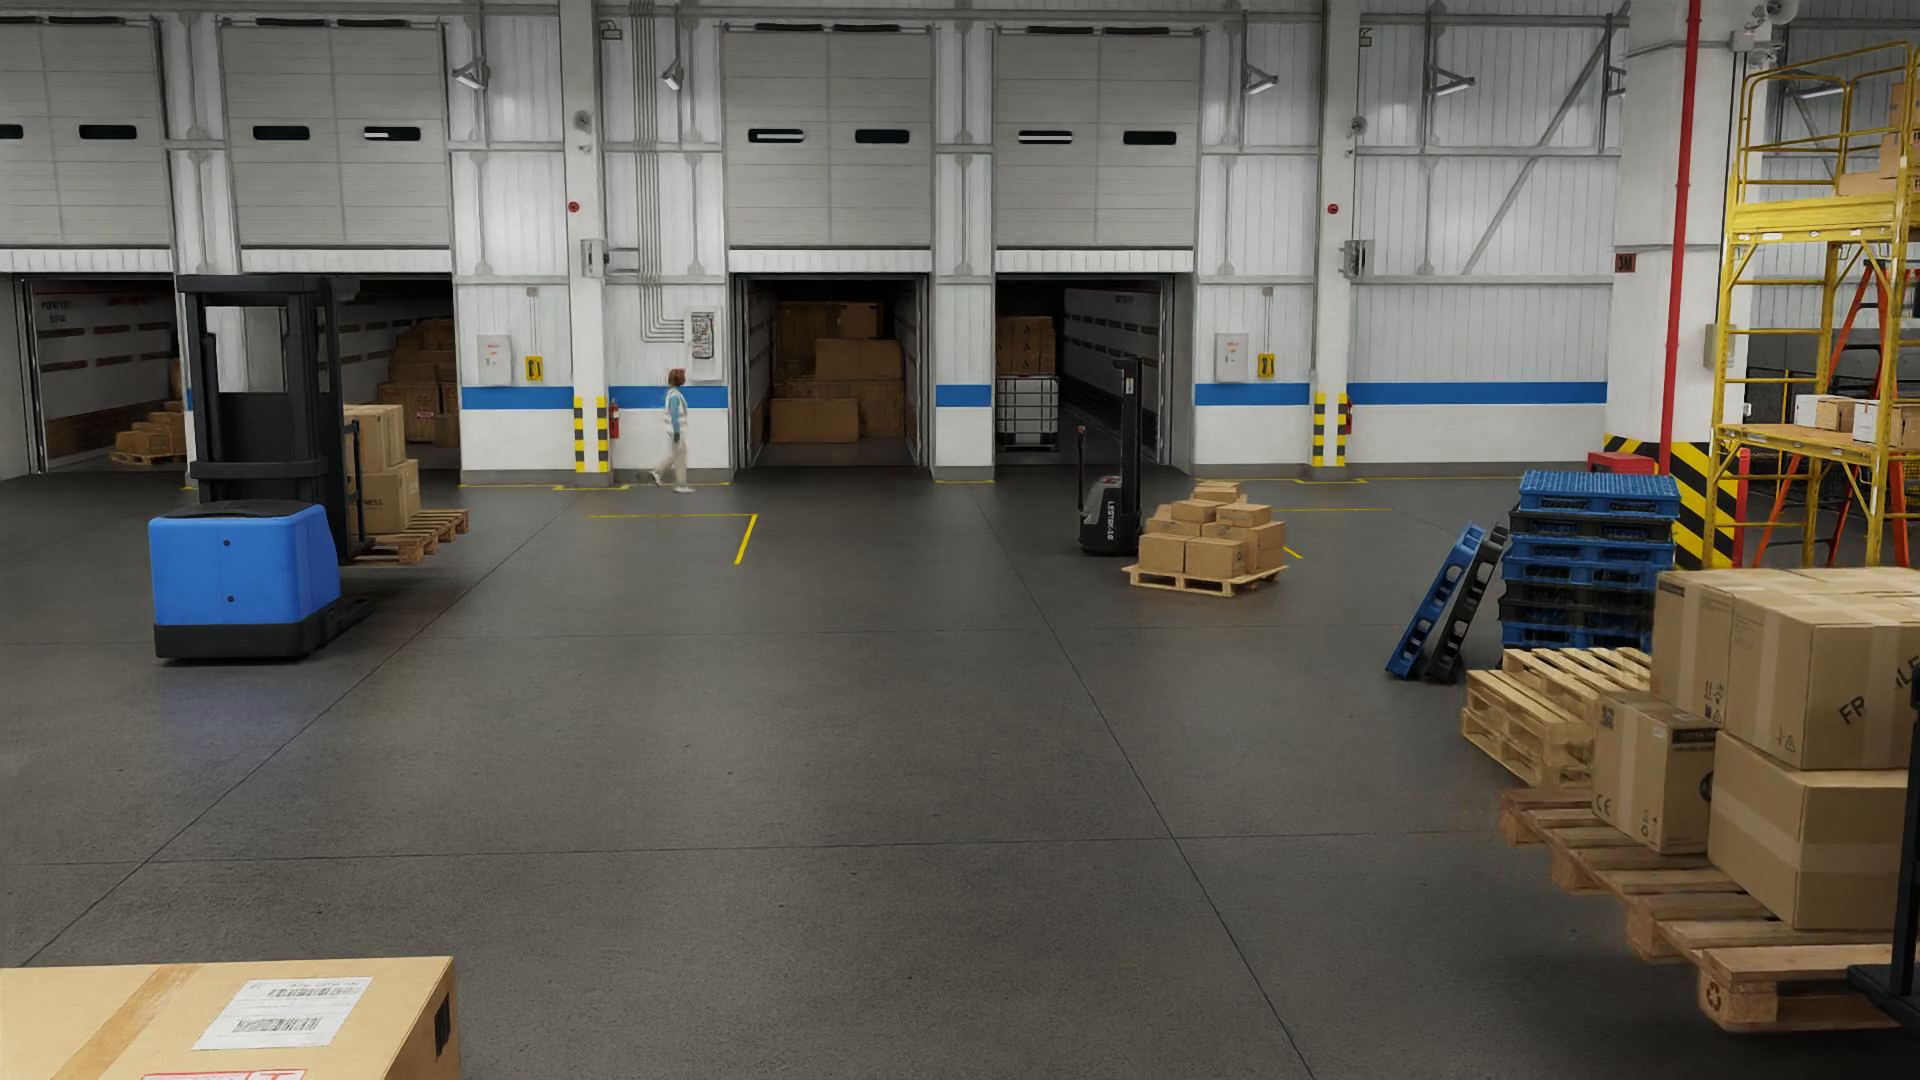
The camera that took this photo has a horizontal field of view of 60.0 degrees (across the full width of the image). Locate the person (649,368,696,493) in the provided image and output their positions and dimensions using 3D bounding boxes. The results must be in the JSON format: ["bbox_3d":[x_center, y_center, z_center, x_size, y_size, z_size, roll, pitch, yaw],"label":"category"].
[{"bbox_3d":[-3.725,-1.411,21.507,0.495,1.629,0.526,-2,9,-12],"label":"person"}]

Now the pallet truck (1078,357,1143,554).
[{"bbox_3d":[2.088,-0.836,16.757,1.885,1.965,0.823,2,9,13],"label":"pallet truck"}]

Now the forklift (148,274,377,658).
[{"bbox_3d":[-5.348,-0.627,12.681,1.129,2.768,1.873,-1,9,-4],"label":"forklift"}]
